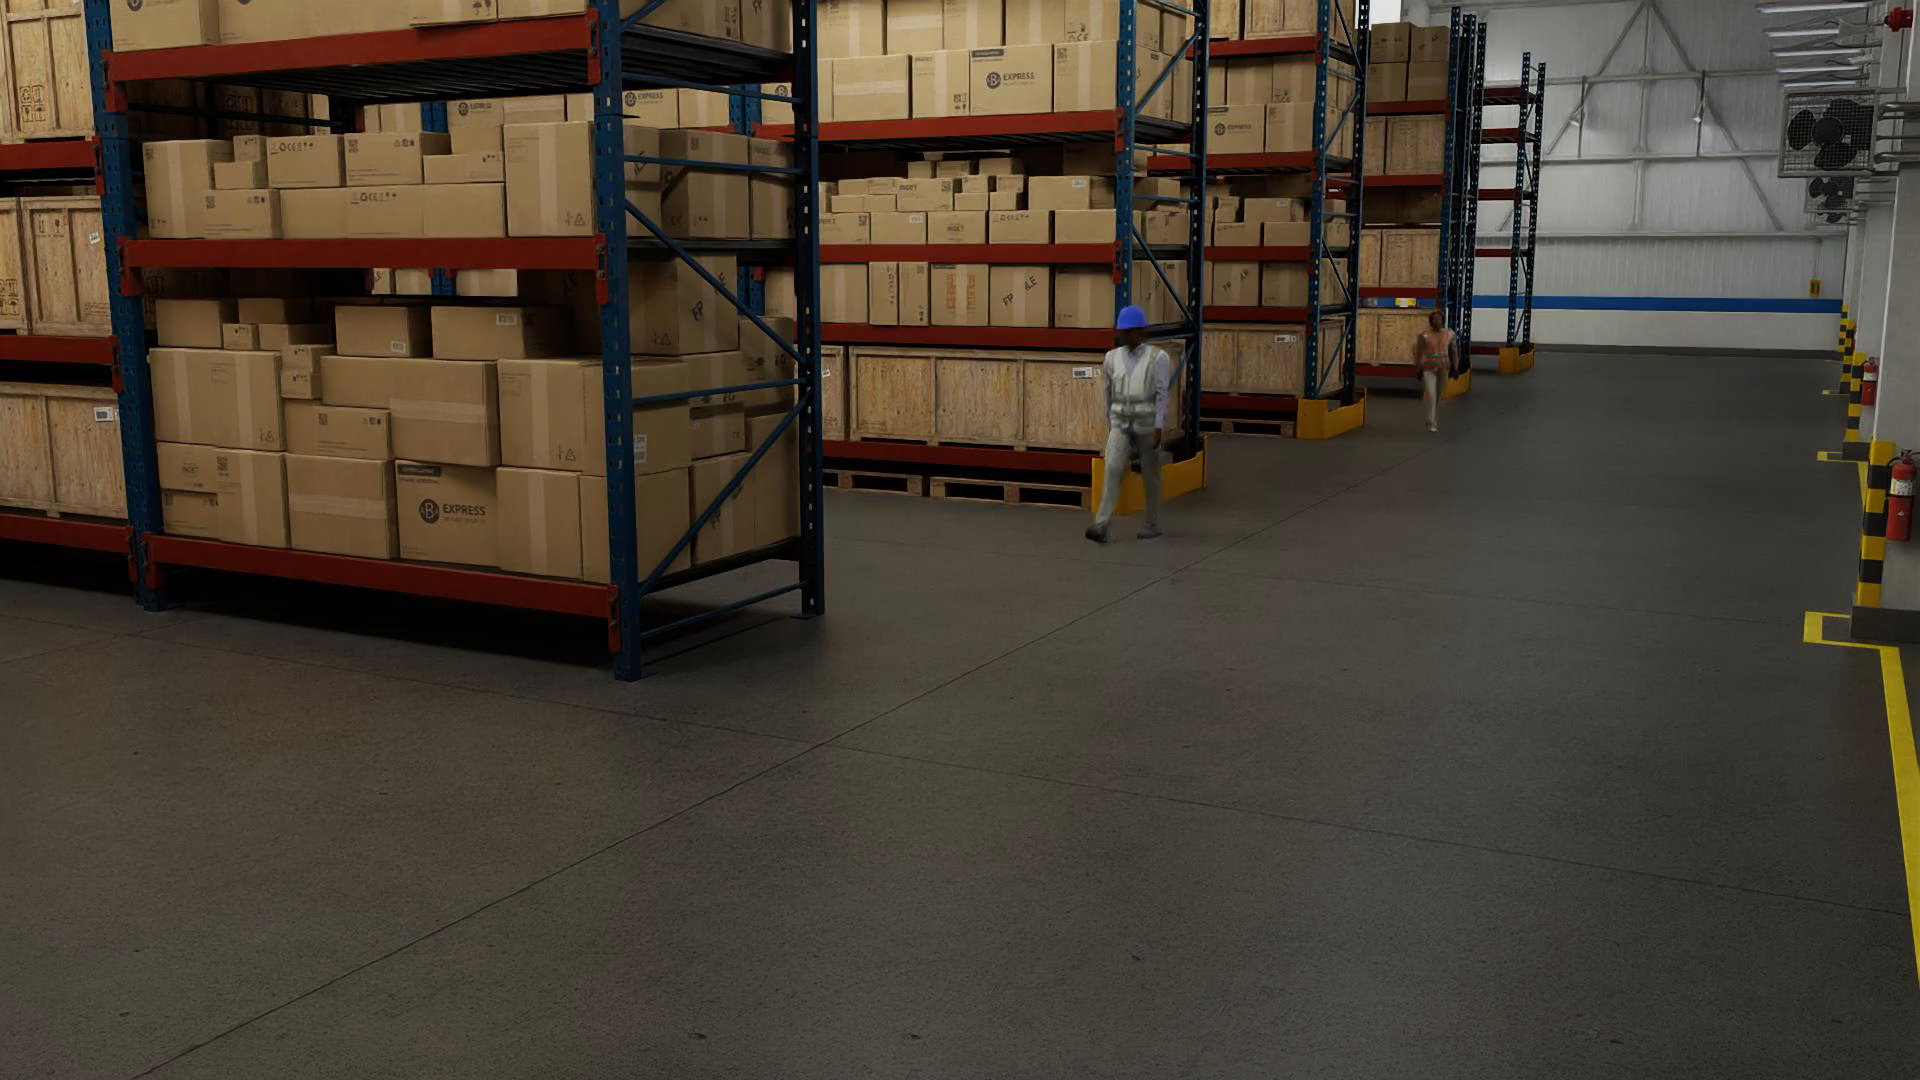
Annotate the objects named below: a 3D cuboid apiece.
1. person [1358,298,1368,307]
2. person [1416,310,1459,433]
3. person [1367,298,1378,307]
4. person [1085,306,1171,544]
[{"bbox_3d":[7.740,-4.309,32.935,0.627,1.934,0.371,2,10,14],"label":"person"},{"bbox_3d":[6.256,-2.225,21.853,0.525,1.604,0.839,0,10,1],"label":"person"},{"bbox_3d":[8.942,-4.893,36.444,0.989,1.899,0.558,5,11,27],"label":"person"},{"bbox_3d":[1.367,-0.906,13.321,0.610,1.899,0.982,5,11,28],"label":"person"}]
